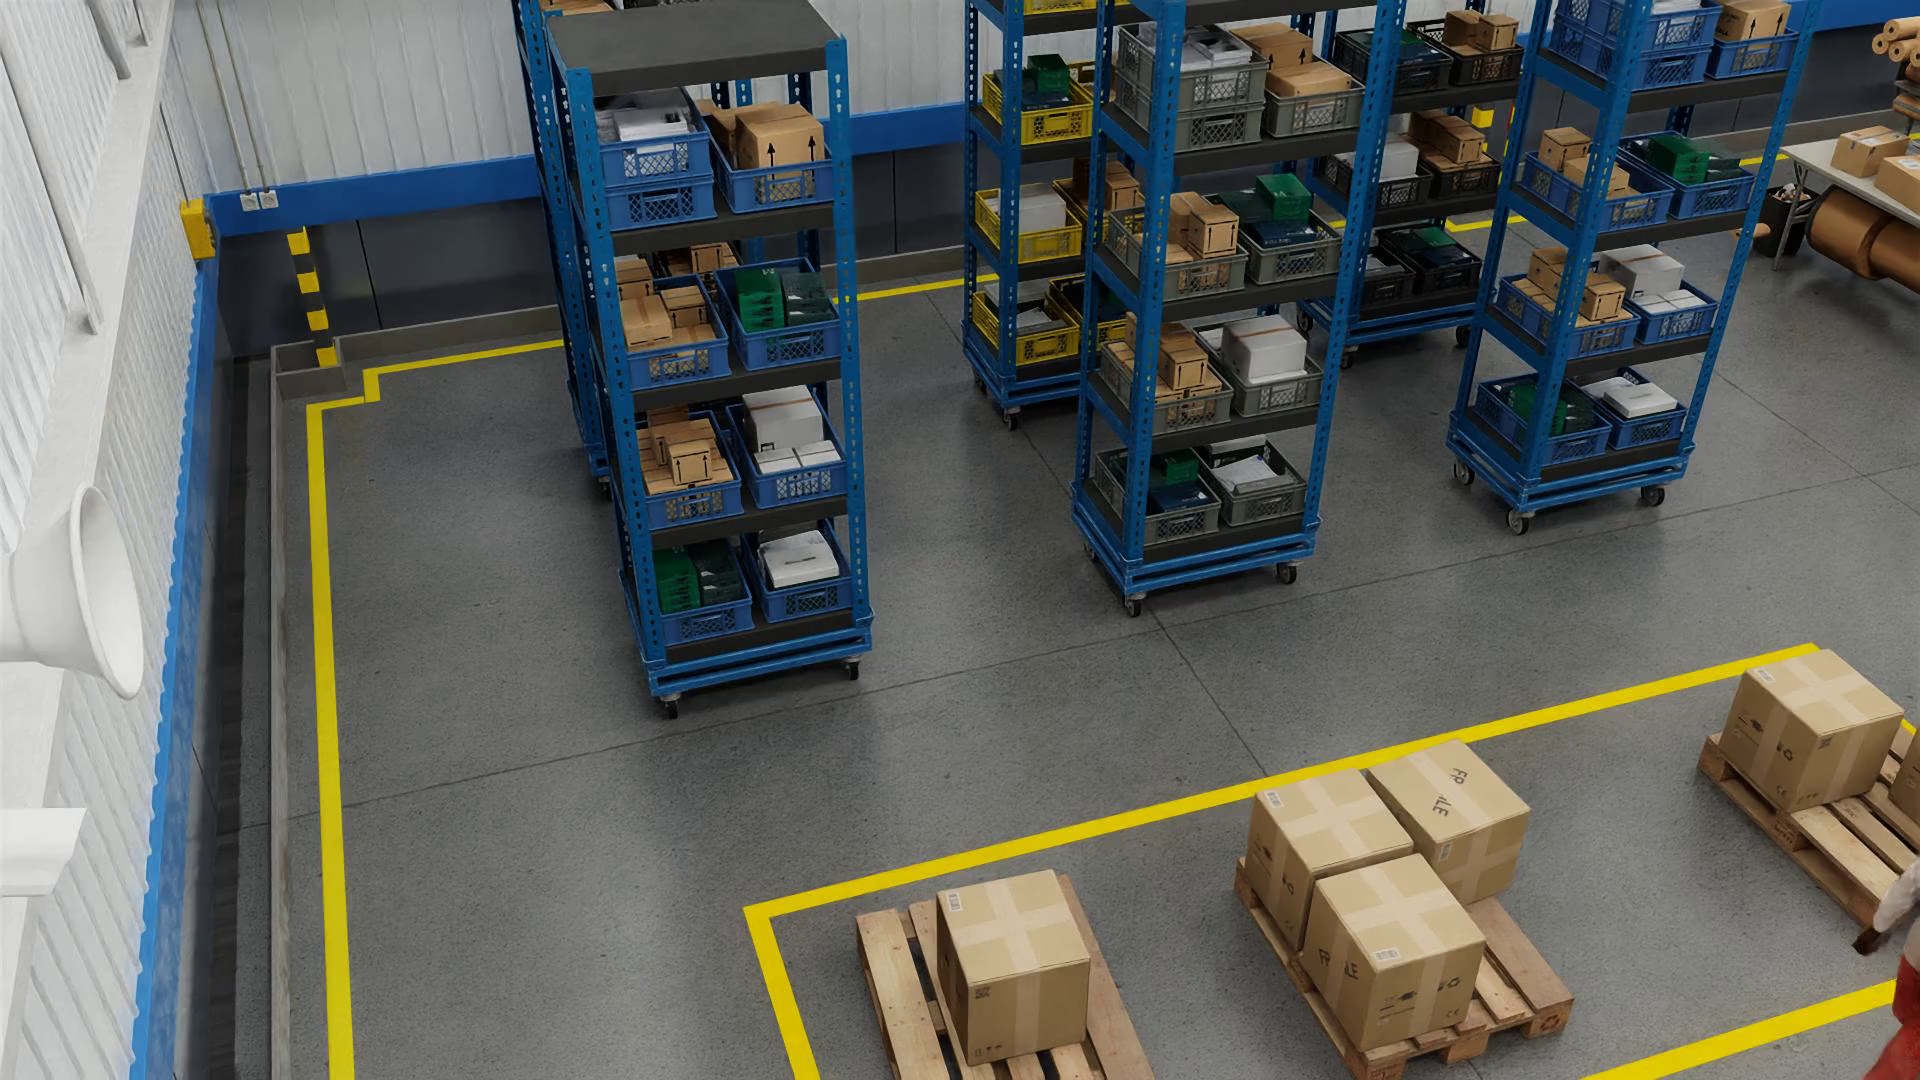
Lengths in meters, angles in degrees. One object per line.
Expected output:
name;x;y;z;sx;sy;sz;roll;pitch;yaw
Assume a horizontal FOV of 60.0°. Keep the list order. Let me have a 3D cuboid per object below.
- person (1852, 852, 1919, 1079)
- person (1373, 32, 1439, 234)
person;3.797;1.614;6.317;0.971;1.935;0.636;-12;37;-17
person;3.614;-3.165;13.248;0.334;1.764;0.534;1;35;1
